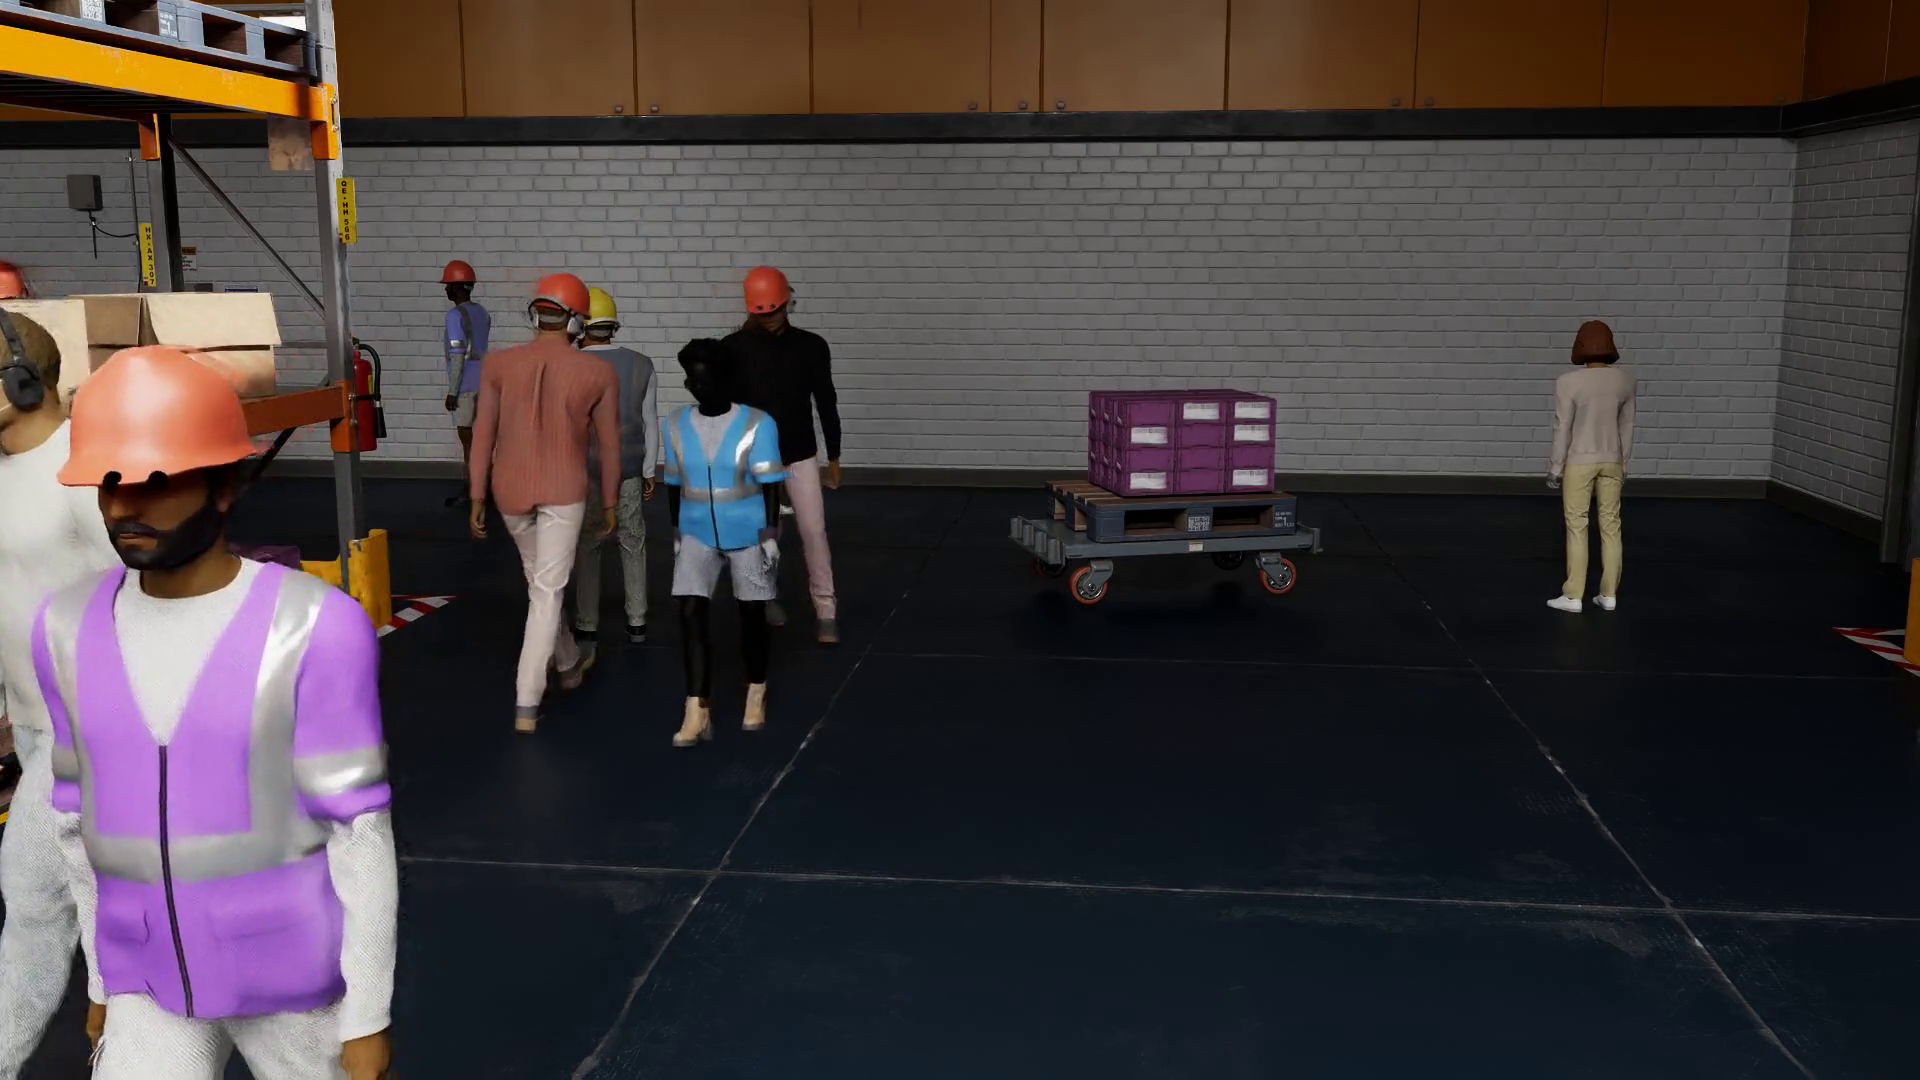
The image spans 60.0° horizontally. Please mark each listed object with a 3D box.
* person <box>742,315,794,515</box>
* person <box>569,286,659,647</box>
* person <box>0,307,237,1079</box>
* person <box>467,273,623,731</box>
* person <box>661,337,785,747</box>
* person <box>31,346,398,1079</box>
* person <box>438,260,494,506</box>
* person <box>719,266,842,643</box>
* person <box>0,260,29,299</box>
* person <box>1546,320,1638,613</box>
[{"bbox_3d":[-1.622,-0.947,12.553,0.720,1.578,0.515,-2,10,-10],"label":"person"},{"bbox_3d":[-1.829,-0.366,8.492,0.590,1.837,0.403,-5,11,-28],"label":"person"},{"bbox_3d":[-2.109,0.440,3.727,0.633,1.885,1.008,7,12,36],"label":"person"},{"bbox_3d":[-1.798,-0.196,7.289,0.620,1.909,1.046,1,10,3],"label":"person"},{"bbox_3d":[-0.984,0.013,6.797,0.545,1.657,0.738,1,10,8],"label":"person"},{"bbox_3d":[-1.137,0.642,2.589,0.558,1.890,0.977,0,10,1],"label":"person"},{"bbox_3d":[-3.917,-1.231,13.157,0.360,1.938,0.545,2,10,9],"label":"person"},{"bbox_3d":[-0.957,-0.452,8.673,0.658,1.946,0.674,-3,10,-15],"label":"person"},{"bbox_3d":[-4.909,-0.450,8.592,0.664,1.966,0.595,3,10,16],"label":"person"},{"bbox_3d":[3.522,-0.406,9.304,0.500,1.632,0.286,-2,10,-11],"label":"person"}]
